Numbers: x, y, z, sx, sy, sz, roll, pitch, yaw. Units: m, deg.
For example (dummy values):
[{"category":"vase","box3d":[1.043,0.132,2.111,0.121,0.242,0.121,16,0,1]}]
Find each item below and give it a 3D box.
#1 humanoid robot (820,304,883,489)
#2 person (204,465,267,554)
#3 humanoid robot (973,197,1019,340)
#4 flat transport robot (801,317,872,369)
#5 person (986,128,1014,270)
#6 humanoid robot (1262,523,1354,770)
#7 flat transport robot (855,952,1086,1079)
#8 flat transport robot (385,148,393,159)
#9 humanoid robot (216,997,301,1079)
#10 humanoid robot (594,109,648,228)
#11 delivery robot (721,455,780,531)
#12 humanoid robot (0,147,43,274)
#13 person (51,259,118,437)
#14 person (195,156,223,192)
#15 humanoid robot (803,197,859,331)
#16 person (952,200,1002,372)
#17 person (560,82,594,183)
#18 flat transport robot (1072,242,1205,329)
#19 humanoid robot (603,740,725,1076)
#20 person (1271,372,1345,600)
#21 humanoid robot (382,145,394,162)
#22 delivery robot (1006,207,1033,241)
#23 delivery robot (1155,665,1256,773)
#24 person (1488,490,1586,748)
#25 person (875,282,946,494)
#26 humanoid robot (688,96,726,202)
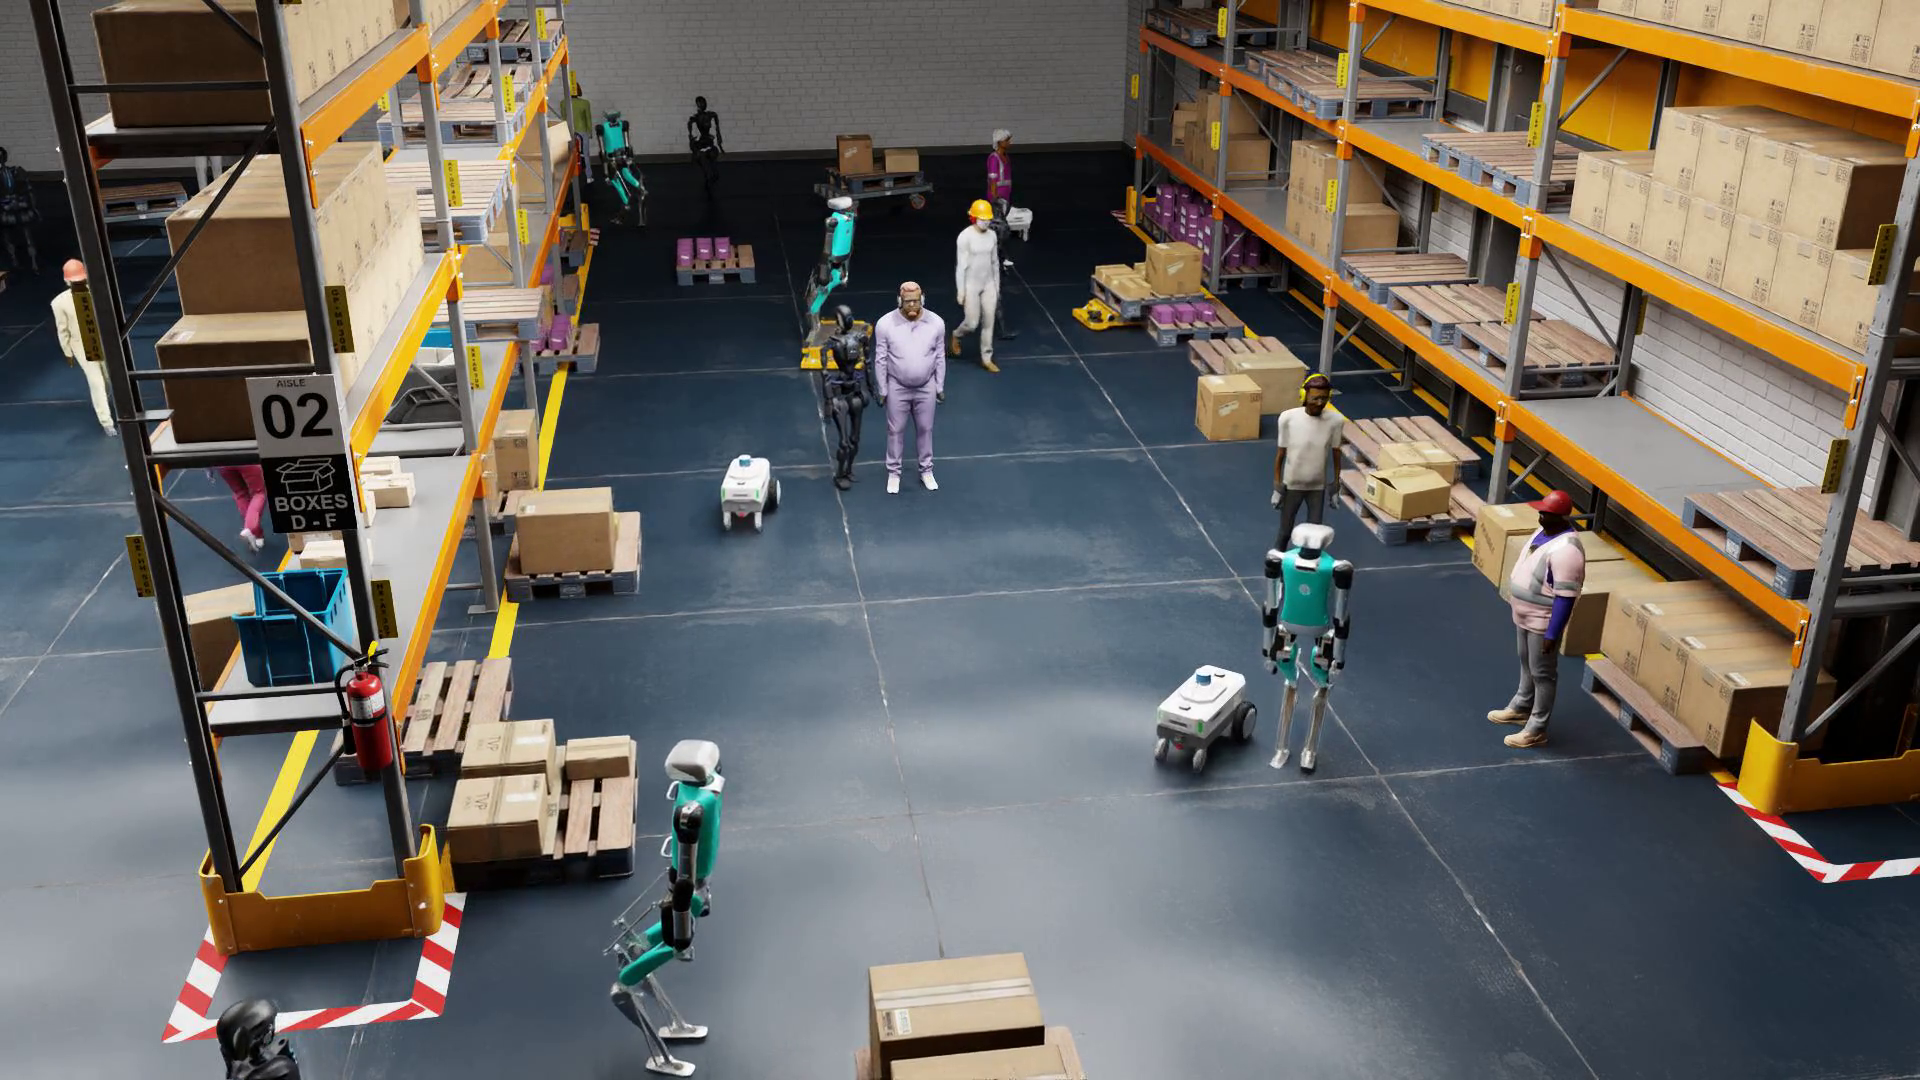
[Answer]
[{"category":"humanoid robot","box3d":[-0.966,-1.286,14.849,0.603,1.658,0.406,-18,30,-35]},{"category":"person","box3d":[-5.876,-0.624,13.448,0.525,1.601,0.586,-4,24,-9]},{"category":"humanoid robot","box3d":[0.384,-3.104,19.050,0.658,1.641,0.603,7,25,16]},{"category":"flat transport robot","box3d":[-1.377,-2.214,18.722,0.659,0.231,1.431,1,24,2]},{"category":"person","box3d":[0.531,-4.510,21.988,0.342,1.848,0.513,9,25,20]},{"category":"humanoid robot","box3d":[2.175,0.635,10.376,0.533,1.755,0.752,9,25,20]},{"category":"flat transport robot","box3d":[0.098,2.822,7.248,1.431,0.231,0.659,-3,24,-8]},{"category":"flat transport robot","box3d":[-8.453,-4.945,24.944,1.431,0.231,0.659,-1,24,-2]},{"category":"humanoid robot","box3d":[-2.580,2.448,6.430,0.596,1.646,0.781,17,29,34]},{"category":"humanoid robot","box3d":[-4.793,-5.264,23.919,0.546,1.764,1.050,-20,31,-38]},{"category":"delivery robot","box3d":[-1.838,-0.435,14.336,0.499,0.612,0.813,0,24,1]},{"category":"humanoid robot","box3d":[-12.384,-4.313,21.755,0.616,1.642,0.561,-21,31,-40]},{"category":"person","box3d":[-8.476,-1.916,16.226,0.710,1.724,0.565,21,31,40]},{"category":"person","box3d":[-11.619,-6.115,25.655,0.429,1.839,0.633,19,30,37]},{"category":"humanoid robot","box3d":[-1.543,-2.946,18.668,0.793,1.850,0.549,13,27,28]},{"category":"person","box3d":[0.175,-2.752,17.935,0.592,1.872,0.604,-15,28,-31]},{"category":"person","box3d":[-6.238,-6.646,27.132,0.495,1.626,0.285,0,24,-1]},{"category":"flat transport robot","box3d":[2.130,-2.741,19.923,1.431,0.231,0.659,-6,25,-14]},{"category":"humanoid robot","box3d":[-1.433,1.735,7.868,0.723,1.749,0.531,1,24,3]},{"category":"person","box3d":[2.628,-0.397,12.621,0.520,1.855,0.368,1,24,2]},{"category":"humanoid robot","box3d":[-7.680,-4.852,22.990,0.608,1.634,0.540,-1,24,-2]},{"category":"delivery robot","box3d":[0.632,-4.509,23.592,0.764,0.592,0.527,-5,24,-12]},{"category":"delivery robot","box3d":[1.565,1.110,10.779,0.499,0.583,0.774,15,28,30]},{"category":"person","box3d":[3.721,0.497,10.699,0.419,1.754,0.603,0,24,-1]},{"category":"person","box3d":[-0.429,-1.346,14.709,0.641,1.908,0.414,-5,24,-12]},{"category":"humanoid robot","box3d":[-3.970,-6.090,25.813,0.601,1.629,0.497,-16,28,-32]}]
